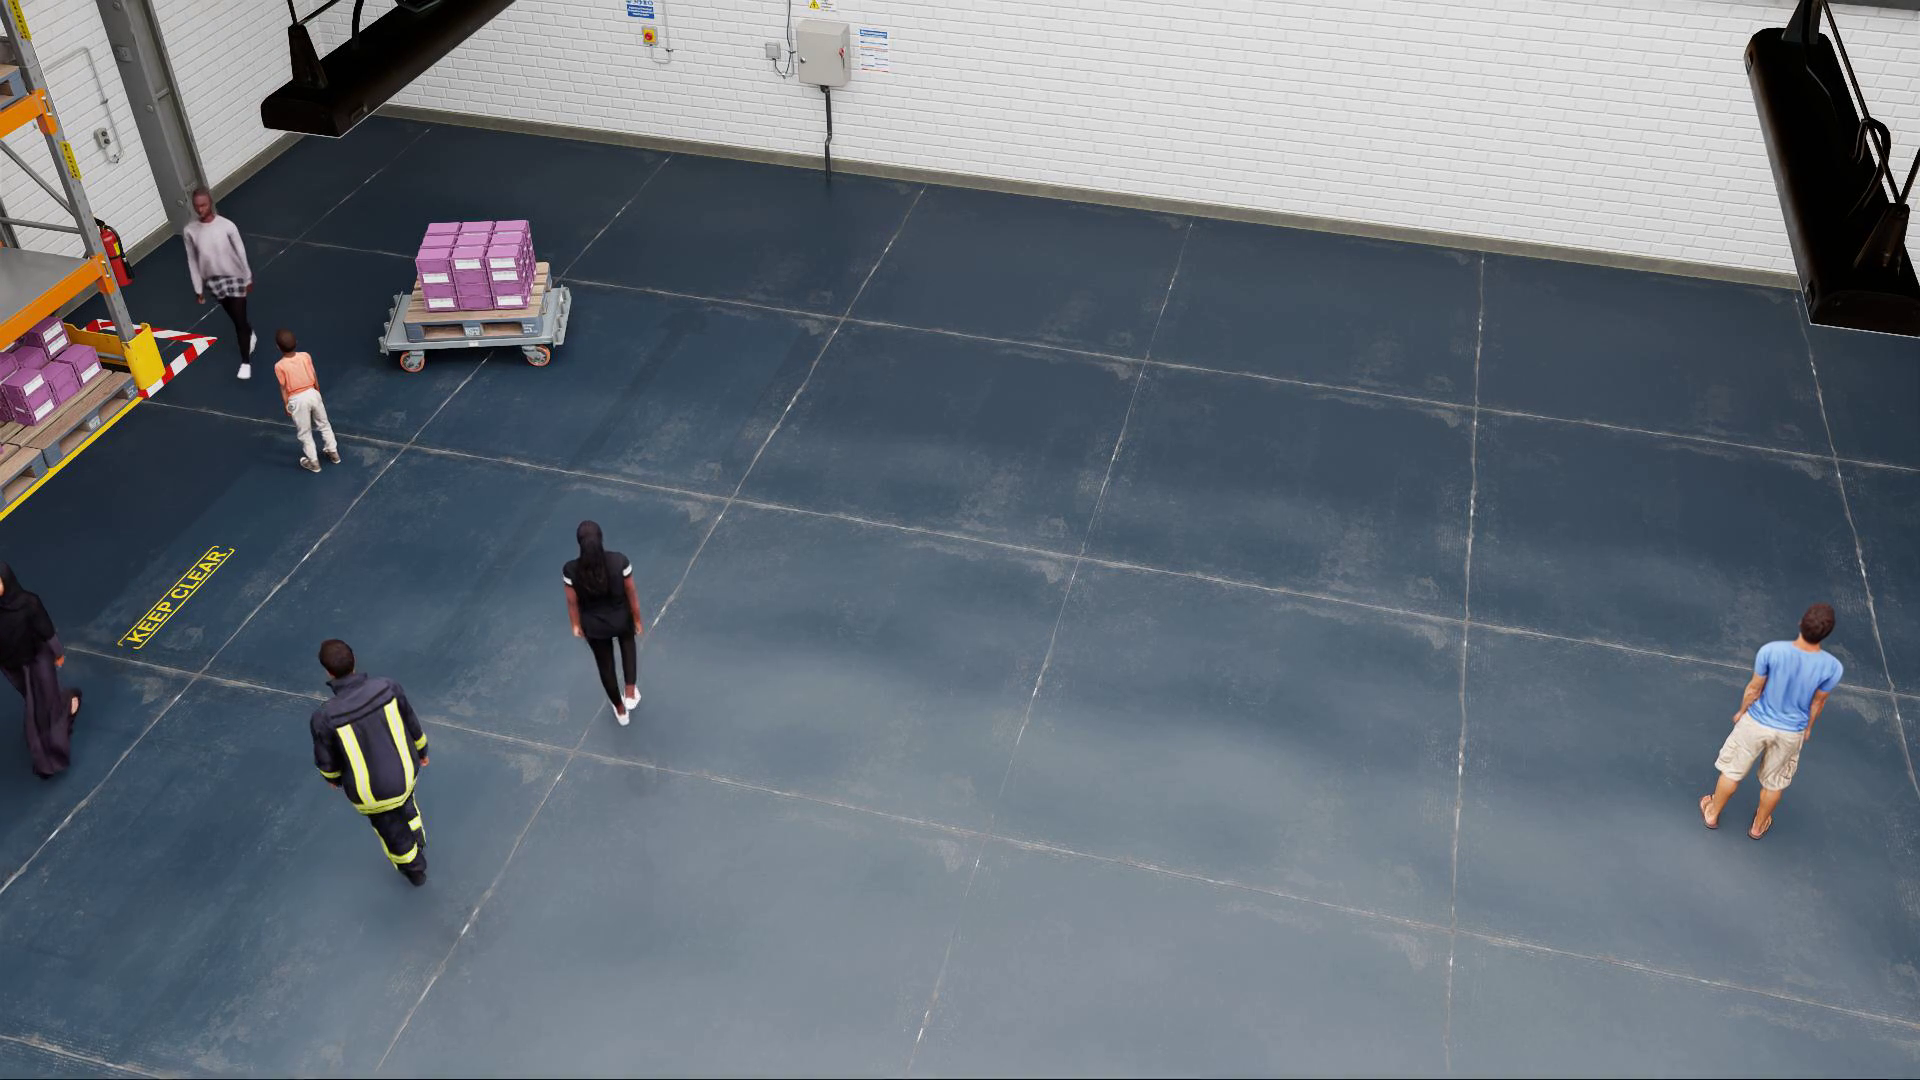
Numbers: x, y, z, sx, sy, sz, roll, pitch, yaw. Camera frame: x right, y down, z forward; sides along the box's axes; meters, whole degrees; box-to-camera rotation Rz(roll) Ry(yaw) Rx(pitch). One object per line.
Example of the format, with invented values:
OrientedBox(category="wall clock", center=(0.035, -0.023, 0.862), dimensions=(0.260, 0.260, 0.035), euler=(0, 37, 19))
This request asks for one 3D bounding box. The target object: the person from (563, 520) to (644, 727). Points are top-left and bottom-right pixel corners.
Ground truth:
OrientedBox(category="person", center=(-2.378, 0.610, 11.262), dimensions=(0.756, 1.723, 0.796), euler=(-10, 40, -12))

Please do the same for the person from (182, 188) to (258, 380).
OrientedBox(category="person", center=(-6.619, -2.377, 15.000), dimensions=(0.918, 1.727, 1.236), euler=(-4, 39, -5))

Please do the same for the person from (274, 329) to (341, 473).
OrientedBox(category="person", center=(-5.452, -1.170, 13.825), dimensions=(0.516, 1.307, 0.601), euler=(-31, 48, -33))

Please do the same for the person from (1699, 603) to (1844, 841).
OrientedBox(category="person", center=(5.136, 1.149, 10.474), dimensions=(0.667, 1.864, 0.599), euler=(14, 41, 17))

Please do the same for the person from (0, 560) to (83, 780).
OrientedBox(category="person", center=(-6.272, 0.737, 11.190), dimensions=(0.765, 1.613, 1.136), euler=(0, 39, 0))

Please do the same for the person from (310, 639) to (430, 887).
OrientedBox(category="person", center=(-3.490, 1.426, 10.092), dimensions=(0.892, 1.908, 0.993), euler=(-27, 46, -29))
